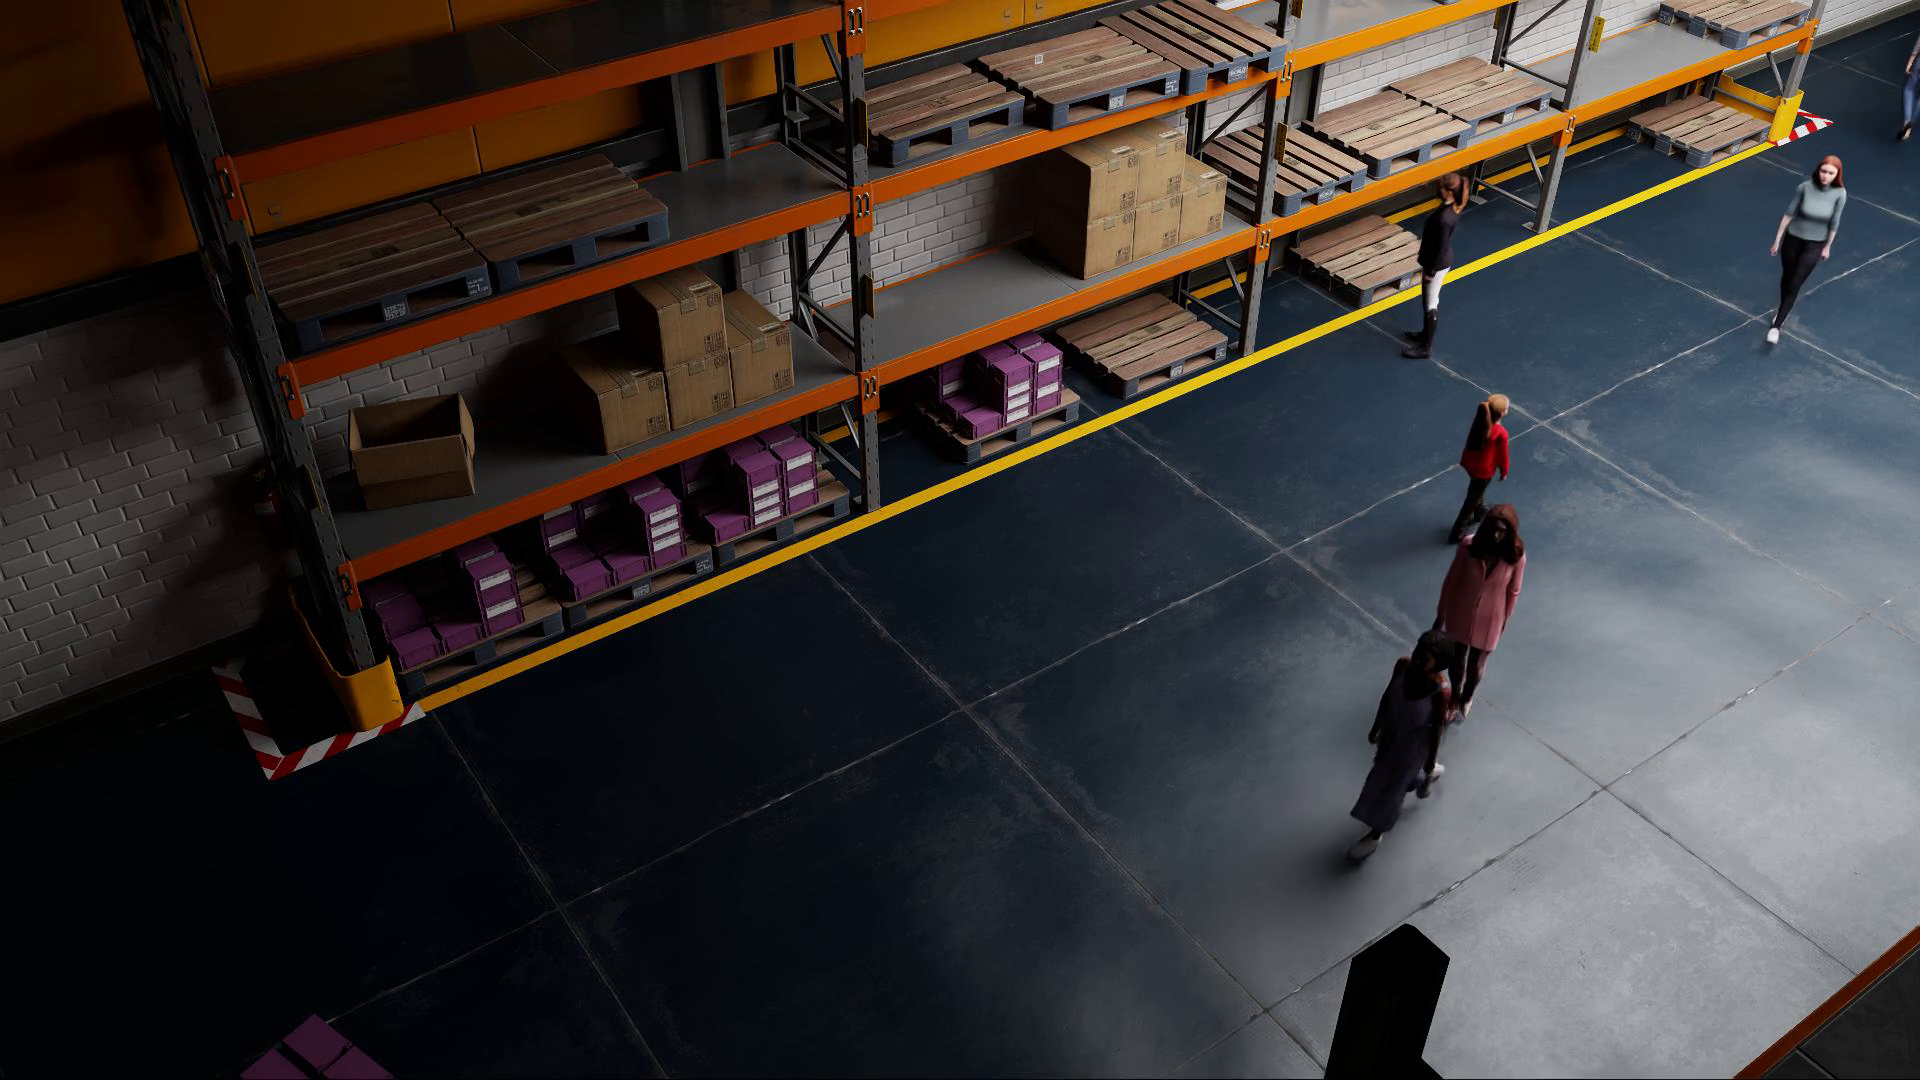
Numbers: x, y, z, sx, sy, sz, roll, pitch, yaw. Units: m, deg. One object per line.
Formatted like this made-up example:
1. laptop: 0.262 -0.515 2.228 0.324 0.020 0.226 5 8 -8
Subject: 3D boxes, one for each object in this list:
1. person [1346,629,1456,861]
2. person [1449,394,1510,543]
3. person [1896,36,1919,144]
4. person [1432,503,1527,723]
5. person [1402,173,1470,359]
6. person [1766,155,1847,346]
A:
1. person: 2.755 1.171 10.069 1.084 1.670 0.619 -21 43 -24
2. person: 3.873 -0.527 12.520 0.794 1.264 0.561 -19 42 -22
3. person: 10.350 -5.016 17.730 0.838 1.778 0.923 11 40 14
4. person: 3.381 0.450 10.877 0.728 1.788 0.757 16 41 19
5. person: 4.138 -2.389 14.479 0.724 1.729 0.642 12 40 14
6. person: 7.523 -2.647 14.815 0.838 1.713 1.102 24 44 27
